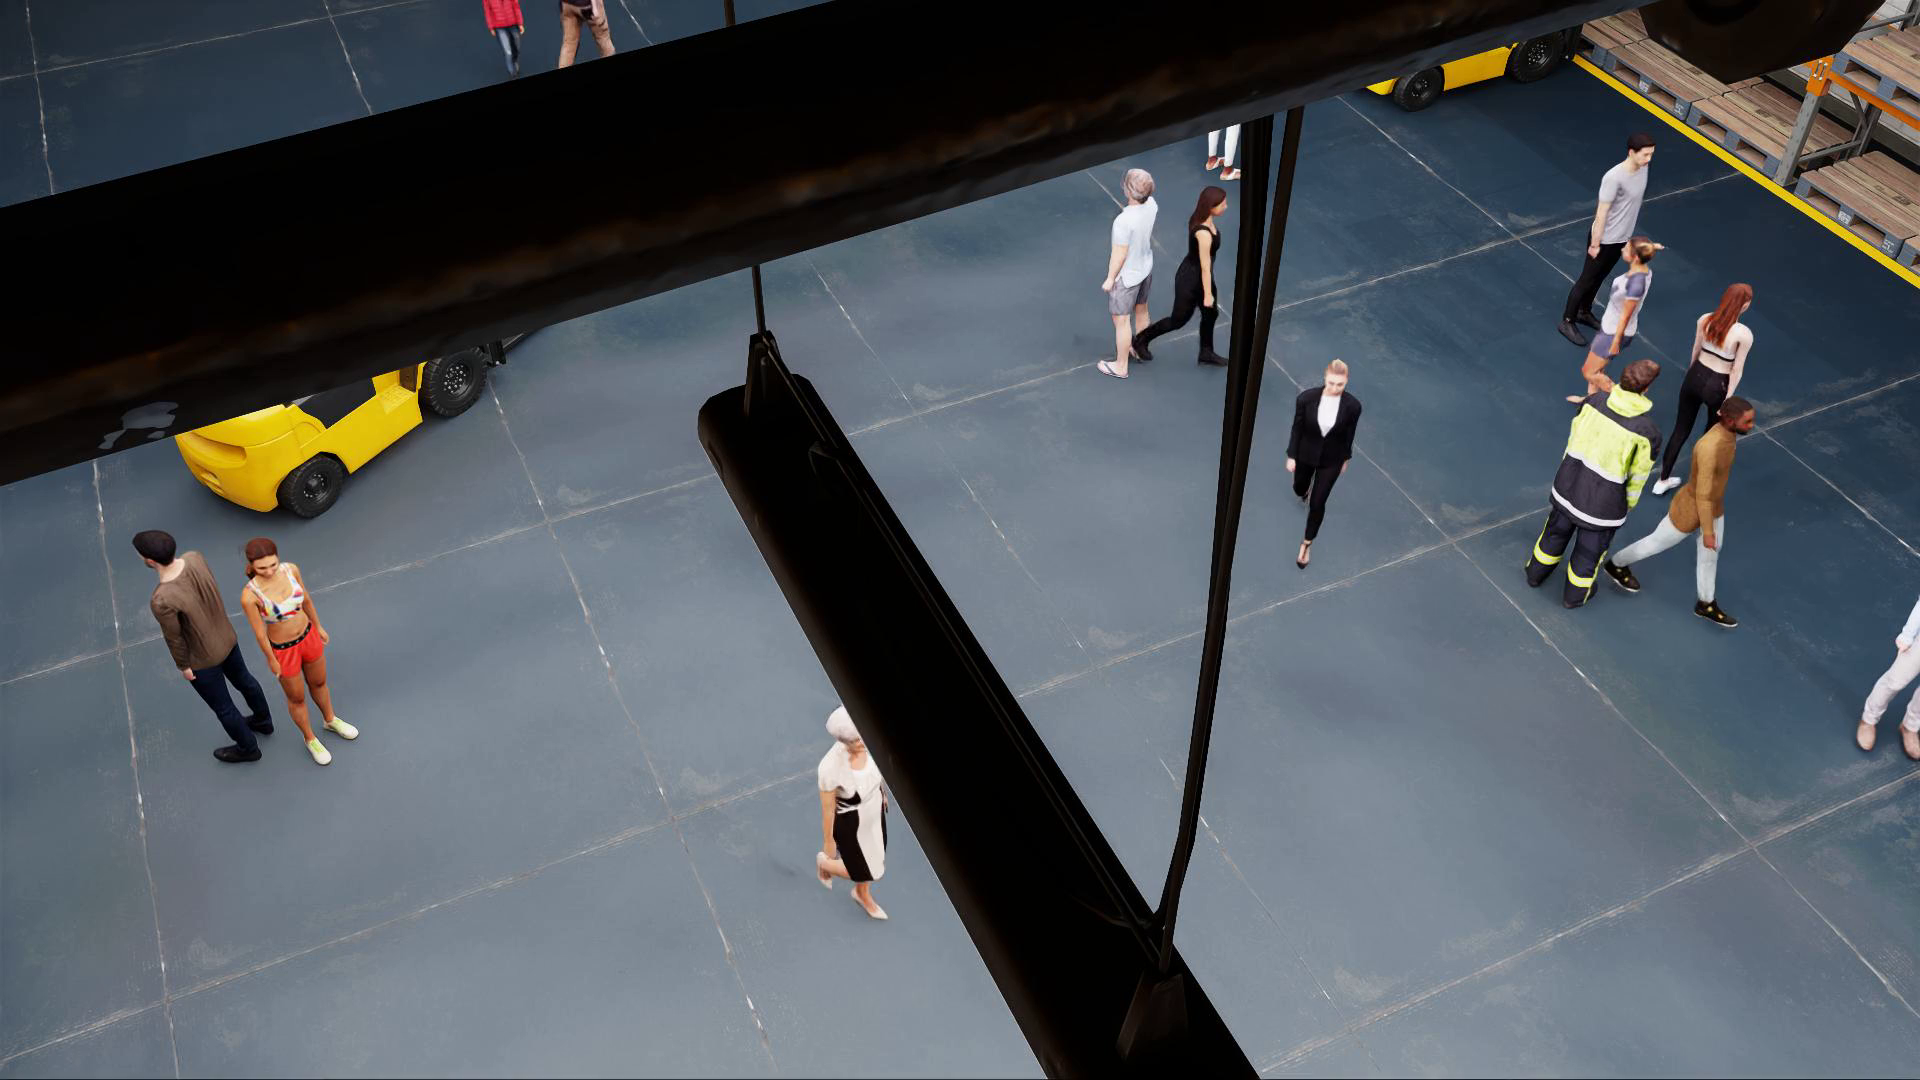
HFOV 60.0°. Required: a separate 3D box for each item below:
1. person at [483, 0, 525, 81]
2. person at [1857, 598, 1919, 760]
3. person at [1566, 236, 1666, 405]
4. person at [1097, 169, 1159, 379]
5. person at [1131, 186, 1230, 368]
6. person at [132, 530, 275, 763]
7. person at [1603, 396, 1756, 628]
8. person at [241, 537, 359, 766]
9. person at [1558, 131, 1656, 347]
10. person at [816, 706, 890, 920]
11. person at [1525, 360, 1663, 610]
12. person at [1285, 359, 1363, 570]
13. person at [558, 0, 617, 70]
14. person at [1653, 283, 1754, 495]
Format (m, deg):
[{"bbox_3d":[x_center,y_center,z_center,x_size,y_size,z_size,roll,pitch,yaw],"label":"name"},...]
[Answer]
[{"bbox_3d":[-4.576,-5.202,16.730,0.487,1.295,0.858,-17,46,-17],"label":"person"},{"bbox_3d":[6.033,0.593,10.217,0.751,1.888,0.776,7,44,7],"label":"person"},{"bbox_3d":[5.084,-1.578,12.700,0.847,1.606,0.771,21,47,20],"label":"person"},{"bbox_3d":[1.355,-2.106,13.091,0.714,1.832,0.736,30,51,28],"label":"person"},{"bbox_3d":[1.775,-2.035,13.143,1.044,1.657,1.077,8,44,8],"label":"person"},{"bbox_3d":[-4.607,0.633,10.175,0.804,1.886,0.709,7,44,7],"label":"person"},{"bbox_3d":[4.837,-0.233,11.167,1.261,1.774,0.917,34,53,30],"label":"person"},{"bbox_3d":[-4.110,0.643,10.237,0.676,1.788,0.651,25,49,24],"label":"person"},{"bbox_3d":[5.244,-2.471,13.452,0.722,1.862,0.650,-31,52,-28],"label":"person"},{"bbox_3d":[-0.654,1.521,9.347,0.944,1.744,0.853,25,49,24],"label":"person"},{"bbox_3d":[4.278,-0.390,11.183,0.890,1.979,0.696,-31,52,-28],"label":"person"},{"bbox_3d":[2.507,-0.619,11.632,0.983,1.691,1.083,10,45,10],"label":"person"},{"bbox_3d":[-3.829,-5.263,16.430,1.214,1.796,1.227,18,47,18],"label":"person"},{"bbox_3d":[5.341,-1.056,12.070,0.822,1.719,0.985,-27,50,-26],"label":"person"}]
